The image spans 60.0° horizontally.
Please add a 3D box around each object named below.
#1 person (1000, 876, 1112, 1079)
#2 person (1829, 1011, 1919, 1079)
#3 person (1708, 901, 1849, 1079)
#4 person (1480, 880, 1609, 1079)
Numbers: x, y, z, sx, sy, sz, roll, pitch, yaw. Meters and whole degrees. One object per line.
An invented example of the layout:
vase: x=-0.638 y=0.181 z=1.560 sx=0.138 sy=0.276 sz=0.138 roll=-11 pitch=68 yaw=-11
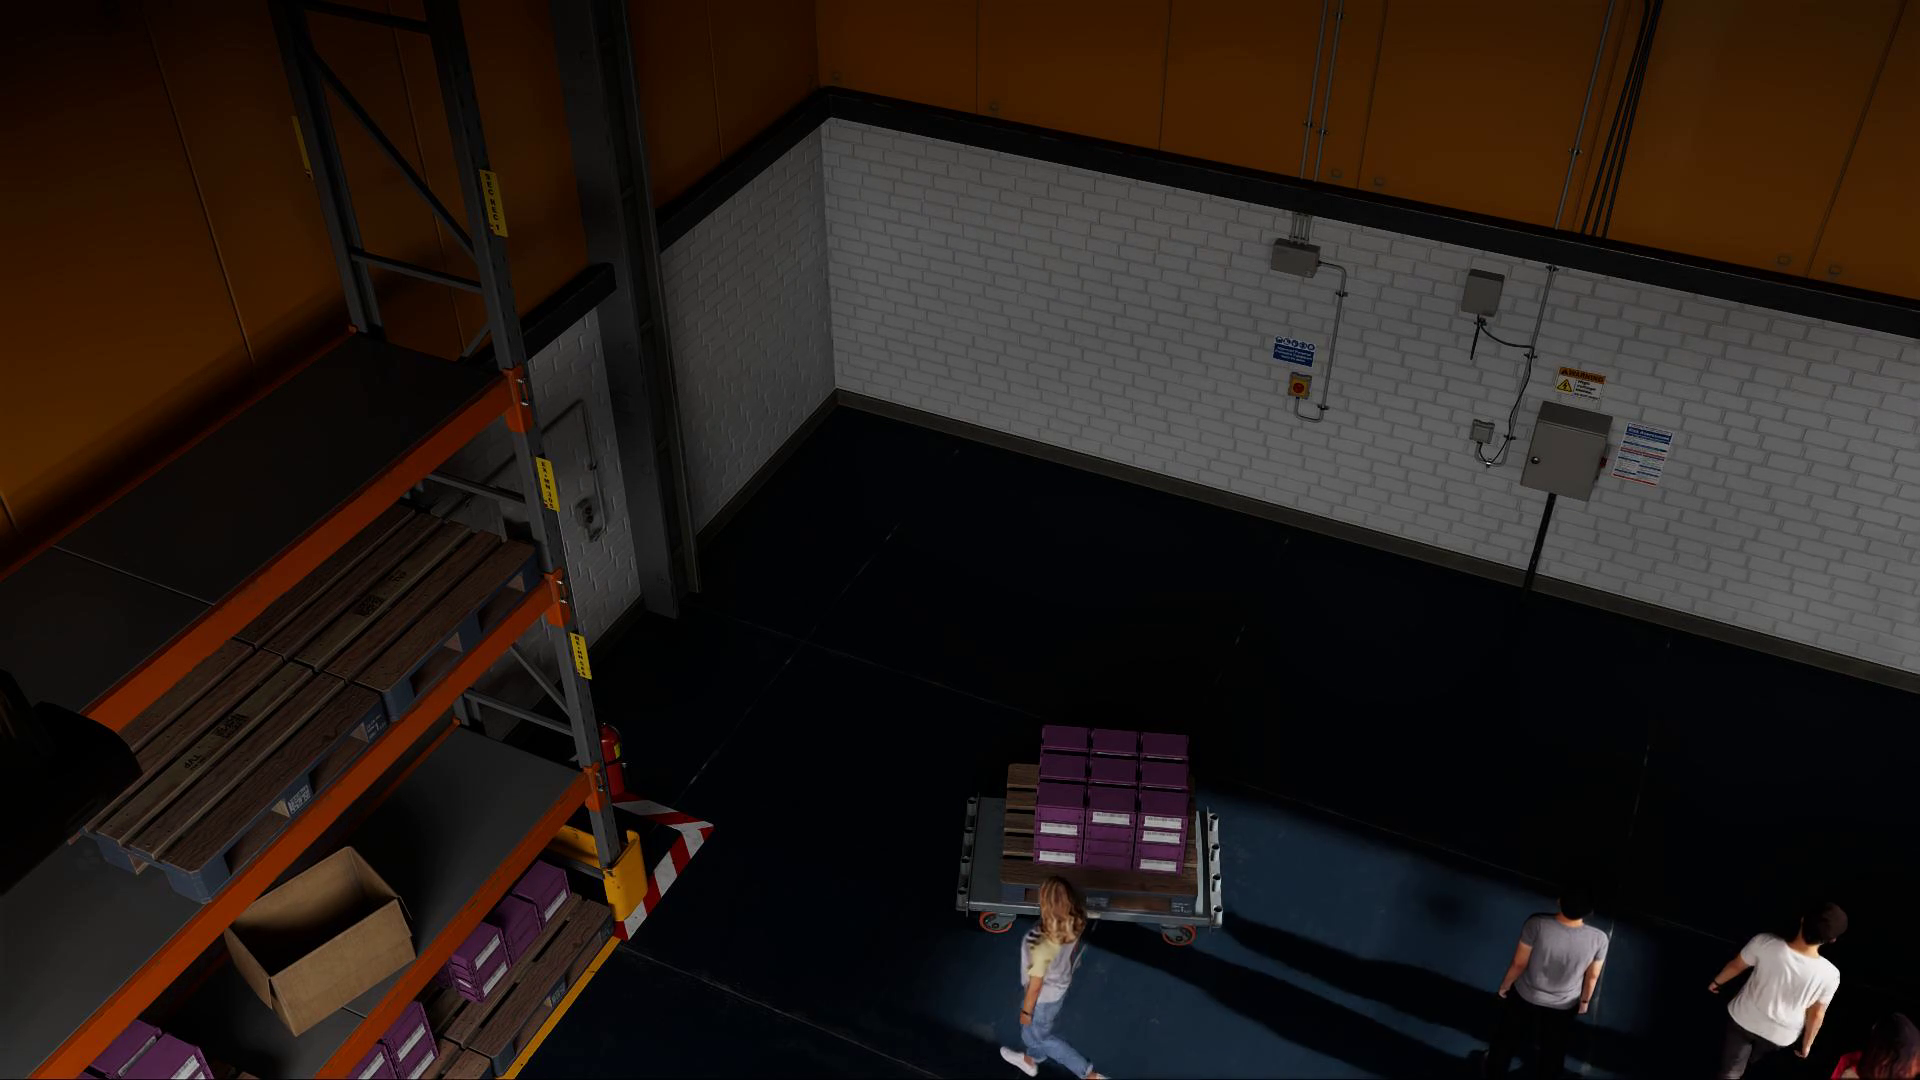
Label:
person: x=0.547 y=2.512 z=9.177 sx=0.719 sy=1.710 sz=0.889 roll=19 pitch=43 yaw=23
person: x=4.596 y=2.988 z=8.621 sx=0.650 sy=1.660 sz=0.706 roll=-12 pitch=40 yaw=-15
person: x=4.361 y=2.652 z=9.029 sx=0.741 sy=1.677 sz=1.010 roll=18 pitch=42 yaw=21
person: x=3.230 y=2.486 z=9.175 sx=0.658 sy=1.754 sz=0.583 roll=10 pitch=40 yaw=12
